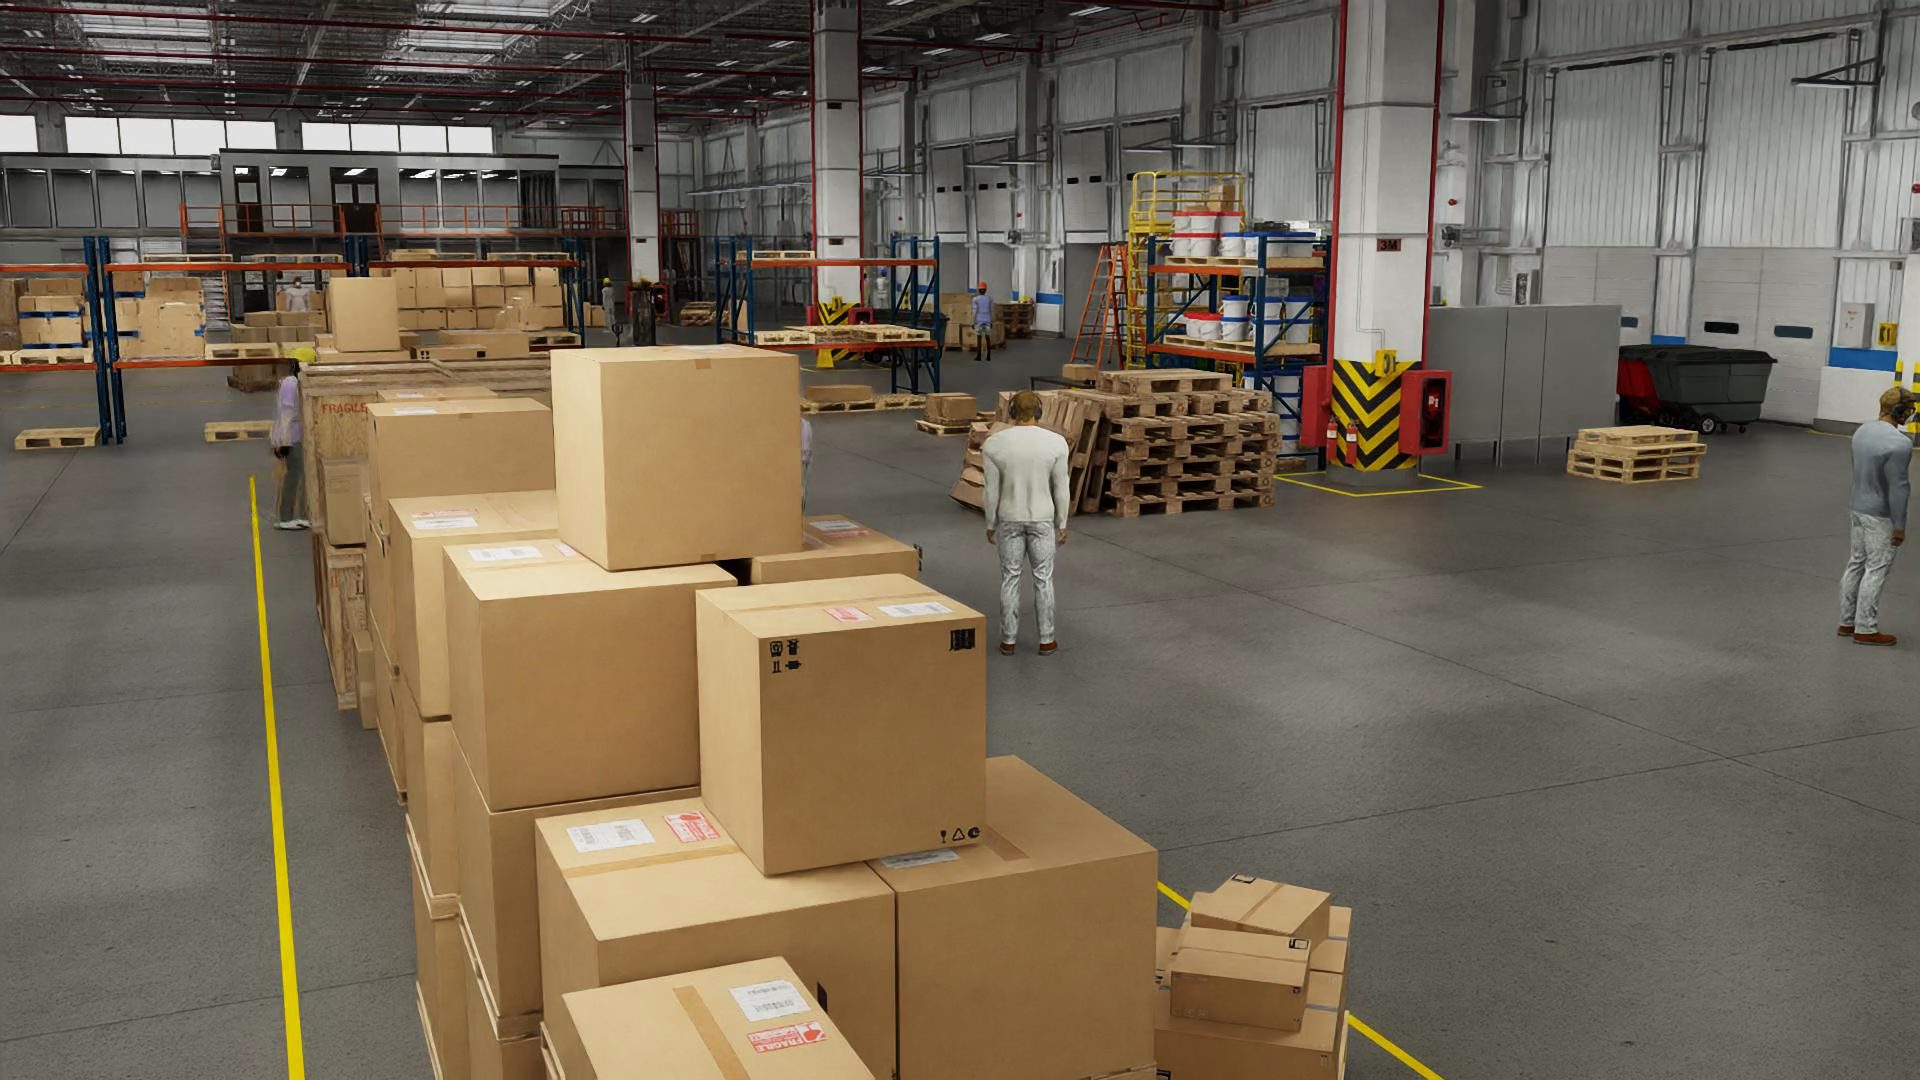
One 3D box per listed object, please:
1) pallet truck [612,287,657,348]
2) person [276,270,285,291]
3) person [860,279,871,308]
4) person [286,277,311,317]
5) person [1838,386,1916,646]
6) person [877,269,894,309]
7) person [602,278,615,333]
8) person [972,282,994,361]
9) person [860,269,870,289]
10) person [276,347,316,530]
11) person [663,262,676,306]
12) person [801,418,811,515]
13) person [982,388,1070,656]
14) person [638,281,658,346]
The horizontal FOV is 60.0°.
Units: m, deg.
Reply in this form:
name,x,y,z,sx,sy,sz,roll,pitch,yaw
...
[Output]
name,x,y,z,sx,sy,sz,roll,pitch,yaw
pallet truck,-6.464,-4.406,35.401,0.823,1.965,1.885,6,12,32
person,-23.882,-8.531,58.447,0.342,1.883,0.587,-3,11,-14
person,-2.851,-6.559,47.699,0.625,1.843,0.430,-2,10,-10
person,-18.669,-6.474,46.986,0.646,1.928,0.536,-5,11,-25
person,6.785,-0.173,12.283,0.386,1.927,0.641,0,10,-1
person,-2.652,-8.707,59.332,0.547,1.914,0.644,-9,14,-40
person,-11.245,-7.488,53.094,0.295,1.744,0.488,6,12,31
person,0.555,-5.367,40.867,0.543,1.939,0.356,-3,11,-16
person,-3.437,-8.741,59.487,0.594,1.925,0.378,-10,14,-43
person,-6.773,-1.030,17.121,0.653,1.875,0.677,-2,11,-13
person,-12.960,-11.430,74.155,0.612,1.986,0.407,-1,10,-3
person,-1.511,-0.422,13.787,0.554,1.886,0.934,-1,10,-5
person,0.475,-0.121,11.954,0.631,1.939,0.372,1,10,4
person,-8.598,-6.263,46.119,0.650,1.819,0.638,9,13,39
